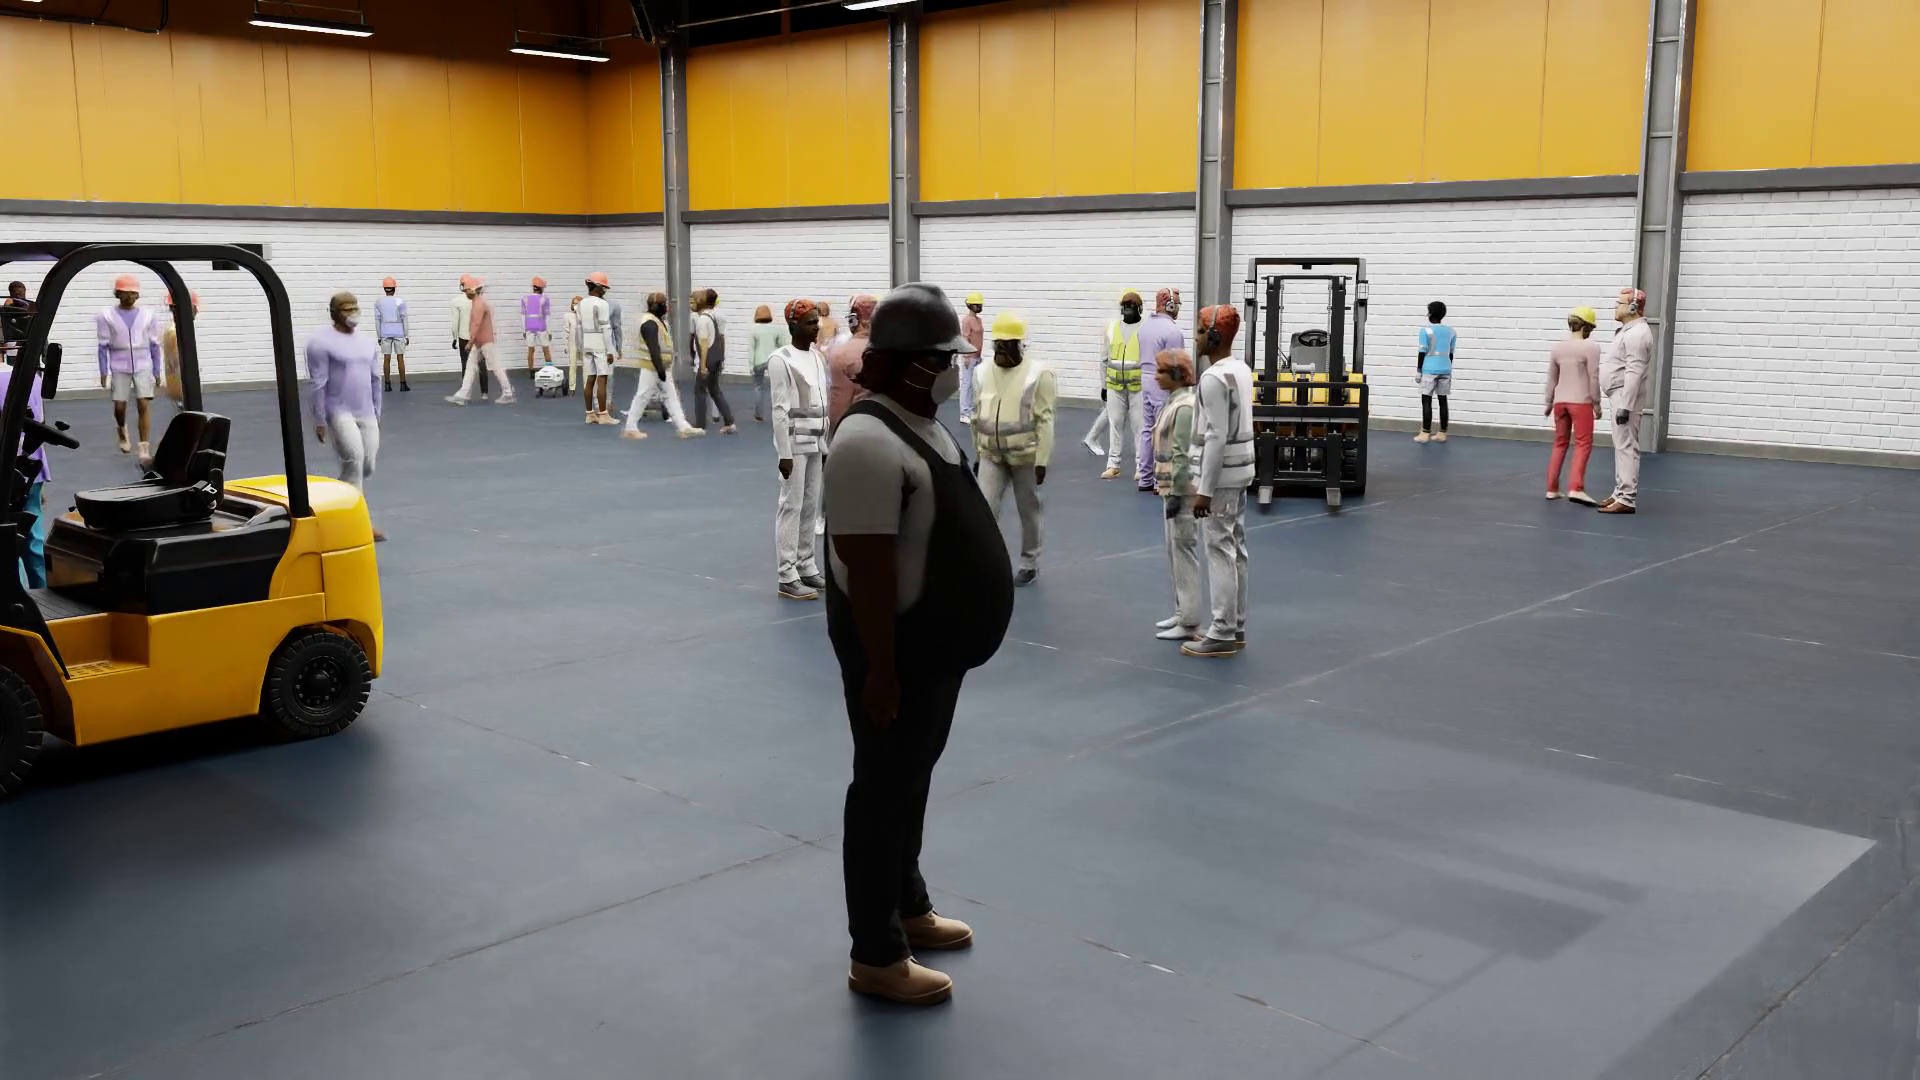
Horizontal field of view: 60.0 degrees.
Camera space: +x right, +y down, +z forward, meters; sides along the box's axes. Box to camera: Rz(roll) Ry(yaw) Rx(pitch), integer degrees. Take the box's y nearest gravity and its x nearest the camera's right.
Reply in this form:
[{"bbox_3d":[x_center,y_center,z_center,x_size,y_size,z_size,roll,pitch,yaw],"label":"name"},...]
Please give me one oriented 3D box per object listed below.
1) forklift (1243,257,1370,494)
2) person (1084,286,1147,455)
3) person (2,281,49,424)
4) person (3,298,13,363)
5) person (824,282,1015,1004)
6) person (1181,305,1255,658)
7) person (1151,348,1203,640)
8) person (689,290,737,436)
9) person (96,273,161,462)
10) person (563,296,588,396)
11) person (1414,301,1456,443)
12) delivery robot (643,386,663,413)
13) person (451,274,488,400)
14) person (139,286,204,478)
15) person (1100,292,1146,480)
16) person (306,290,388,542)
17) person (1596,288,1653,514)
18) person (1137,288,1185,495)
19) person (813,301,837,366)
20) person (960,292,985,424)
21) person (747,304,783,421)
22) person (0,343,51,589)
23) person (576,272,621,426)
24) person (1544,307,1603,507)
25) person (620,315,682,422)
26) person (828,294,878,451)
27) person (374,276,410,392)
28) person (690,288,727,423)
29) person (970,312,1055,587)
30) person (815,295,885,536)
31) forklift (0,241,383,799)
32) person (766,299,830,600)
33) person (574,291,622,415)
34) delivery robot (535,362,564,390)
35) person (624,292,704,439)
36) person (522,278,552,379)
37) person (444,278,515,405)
[{"bbox_3d":[3.309,-1.629,16.029,1.214,2.155,2.313,2,9,11],"label":"forklift"},{"bbox_3d":[1.803,-1.845,18.302,0.963,1.890,0.593,7,12,37],"label":"person"},{"bbox_3d":[-11.672,-2.255,20.714,0.596,1.916,0.380,-5,11,-29],"label":"person"},{"bbox_3d":[-14.168,-2.807,24.966,0.286,1.634,0.500,7,12,37],"label":"person"},{"bbox_3d":[-0.112,0.277,4.814,0.536,2.000,0.688,2,9,10],"label":"person"},{"bbox_3d":[1.388,-0.309,8.892,0.357,1.881,0.574,4,10,25],"label":"person"},{"bbox_3d":[1.233,-0.260,9.374,0.314,1.629,0.512,0,9,-1],"label":"person"},{"bbox_3d":[-3.132,-2.196,20.660,0.613,1.822,0.549,1,9,7],"label":"person"},{"bbox_3d":[-8.946,-1.857,17.927,0.629,2.026,0.731,-6,11,-33],"label":"person"},{"bbox_3d":[-6.209,-3.161,27.139,0.507,1.631,0.280,-3,10,-16],"label":"person"},{"bbox_3d":[5.671,-1.999,19.851,0.537,1.693,0.320,-4,10,-23],"label":"person"},{"bbox_3d":[-4.263,-1.992,22.983,0.477,0.478,0.707,-1,9,-4],"label":"delivery robot"},{"bbox_3d":[-7.759,-3.212,26.377,0.610,1.985,0.393,-6,11,-30],"label":"person"},{"bbox_3d":[-7.130,-1.357,15.205,0.638,1.917,0.552,-5,11,-28],"label":"person"},{"bbox_3d":[1.667,-1.509,16.371,0.626,1.846,0.429,4,10,23],"label":"person"},{"bbox_3d":[-4.724,-0.951,12.738,0.779,1.918,0.633,5,11,30],"label":"person"},{"bbox_3d":[5.637,-1.179,14.139,0.409,1.913,0.642,3,10,17],"label":"person"},{"bbox_3d":[1.882,-1.360,15.292,0.402,1.902,0.640,-4,10,-23],"label":"person"},{"bbox_3d":[-1.966,-2.747,24.719,0.845,1.596,0.523,8,12,39],"label":"person"},{"bbox_3d":[0.186,-2.447,22.358,0.331,1.768,0.527,4,10,23],"label":"person"},{"bbox_3d":[-2.596,-2.363,22.327,0.504,1.603,0.772,-3,10,-18],"label":"person"},{"bbox_3d":[-4.990,-0.261,8.704,0.396,1.847,0.565,2,9,12],"label":"person"},{"bbox_3d":[-4.784,-2.522,22.001,0.605,2.034,0.388,8,12,39],"label":"person"},{"bbox_3d":[5.418,-1.173,14.650,0.520,1.733,0.739,-4,10,-25],"label":"person"},{"bbox_3d":[-4.148,-2.369,22.363,0.856,1.594,0.515,-4,10,-22],"label":"person"},{"bbox_3d":[-0.622,-0.661,10.984,0.638,1.906,0.408,-8,12,-40],"label":"person"},{"bbox_3d":[-9.589,-3.472,28.106,0.545,1.942,0.350,-1,9,-7],"label":"person"},{"bbox_3d":[-3.336,-2.417,22.030,0.504,1.826,0.985,-1,9,-8],"label":"person"},{"bbox_3d":[0.284,-0.540,10.583,0.624,1.785,0.902,4,10,25],"label":"person"},{"bbox_3d":[-0.780,-0.940,12.775,0.654,1.876,0.681,-6,11,-33],"label":"person"},{"bbox_3d":[-3.706,-0.171,7.093,1.214,2.155,2.313,9,13,43],"label":"forklift"},{"bbox_3d":[-0.992,-0.573,10.515,0.355,1.882,0.575,4,10,22],"label":"person"},{"bbox_3d":[-5.089,-2.691,23.383,0.650,1.914,0.678,-1,9,-6],"label":"person"},{"bbox_3d":[-6.653,-2.638,26.946,0.477,0.478,0.707,0,9,-2],"label":"delivery robot"},{"bbox_3d":[-3.657,-2.098,20.158,0.975,1.790,0.648,0,9,3],"label":"person"},{"bbox_3d":[-7.937,-3.969,31.328,0.550,1.898,0.563,0,9,3],"label":"person"},{"bbox_3d":[-7.336,-3.021,25.392,1.048,1.929,0.598,-5,10,-26],"label":"person"}]
